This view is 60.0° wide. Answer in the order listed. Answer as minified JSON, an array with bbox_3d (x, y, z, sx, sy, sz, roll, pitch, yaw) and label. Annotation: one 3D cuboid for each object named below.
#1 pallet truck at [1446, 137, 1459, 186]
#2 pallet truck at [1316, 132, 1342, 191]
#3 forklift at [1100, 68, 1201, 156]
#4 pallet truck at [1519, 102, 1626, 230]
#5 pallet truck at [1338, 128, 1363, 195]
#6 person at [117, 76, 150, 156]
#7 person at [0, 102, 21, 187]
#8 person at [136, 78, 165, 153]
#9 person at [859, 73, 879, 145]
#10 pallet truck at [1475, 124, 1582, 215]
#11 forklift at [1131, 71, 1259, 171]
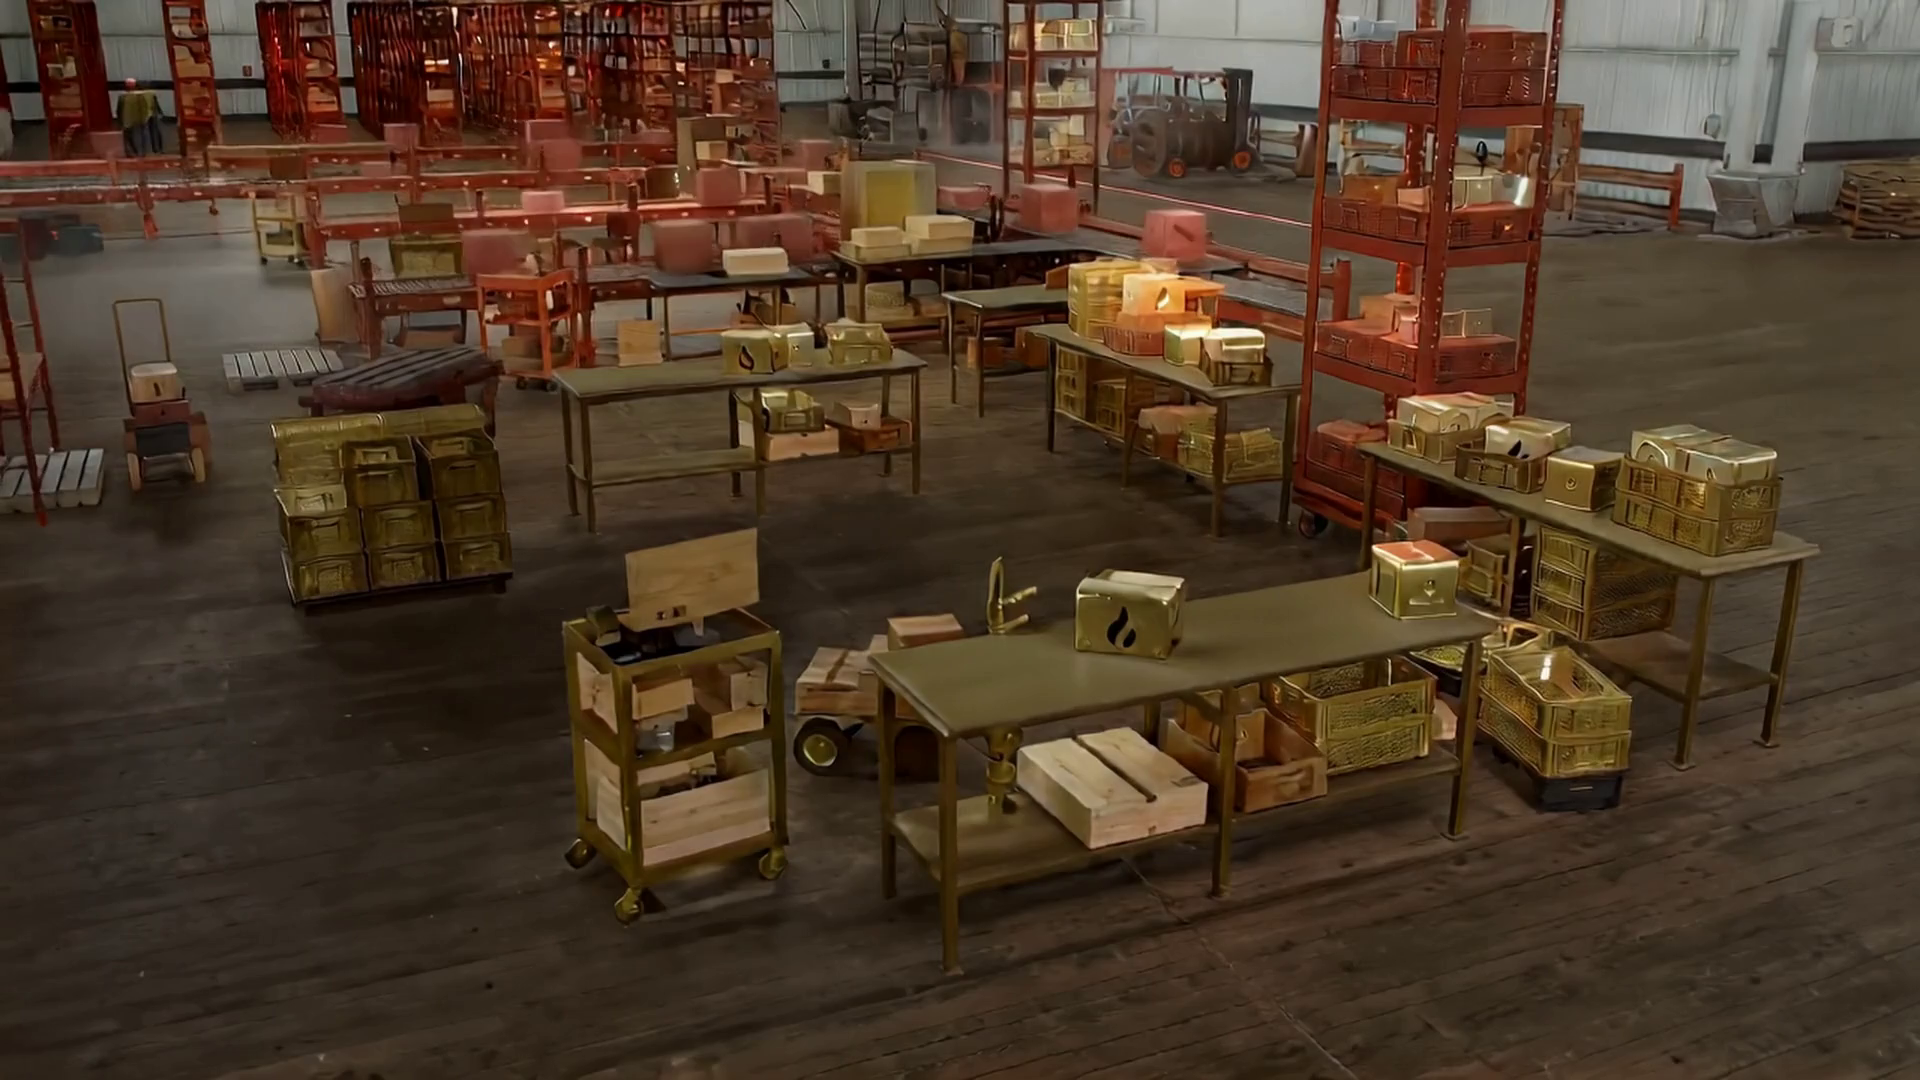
[{"bbox_3d":[9.184,-6.485,29.328,1.630,1.274,0.653,-8,19,-23],"label":"pallet truck"},{"bbox_3d":[7.723,-7.504,32.656,1.601,1.201,0.680,-8,19,-23],"label":"pallet truck"},{"bbox_3d":[4.082,-9.564,37.410,2.680,1.987,1.157,-8,19,-23],"label":"forklift"},{"bbox_3d":[9.972,-6.037,26.785,1.885,1.965,0.823,-9,20,-25],"label":"pallet truck"},{"bbox_3d":[7.845,-7.140,31.411,1.522,1.261,0.704,-9,20,-25],"label":"pallet truck"},{"bbox_3d":[-18.655,-9.459,37.587,0.652,1.981,0.450,-11,20,-30],"label":"person"},{"bbox_3d":[-18.510,-7.689,32.150,0.444,1.896,0.639,-1,18,-3],"label":"person"},{"bbox_3d":[-19.976,-10.470,41.052,0.606,1.814,0.437,-13,22,-34],"label":"person"},{"bbox_3d":[-2.350,-11.270,43.542,0.594,1.828,0.403,13,22,36],"label":"person"},{"bbox_3d":[9.707,-6.455,28.103,1.885,1.965,0.823,-7,19,-20],"label":"pallet truck"},{"bbox_3d":[4.998,-8.936,35.413,2.680,1.987,1.157,-9,20,-25],"label":"forklift"}]
